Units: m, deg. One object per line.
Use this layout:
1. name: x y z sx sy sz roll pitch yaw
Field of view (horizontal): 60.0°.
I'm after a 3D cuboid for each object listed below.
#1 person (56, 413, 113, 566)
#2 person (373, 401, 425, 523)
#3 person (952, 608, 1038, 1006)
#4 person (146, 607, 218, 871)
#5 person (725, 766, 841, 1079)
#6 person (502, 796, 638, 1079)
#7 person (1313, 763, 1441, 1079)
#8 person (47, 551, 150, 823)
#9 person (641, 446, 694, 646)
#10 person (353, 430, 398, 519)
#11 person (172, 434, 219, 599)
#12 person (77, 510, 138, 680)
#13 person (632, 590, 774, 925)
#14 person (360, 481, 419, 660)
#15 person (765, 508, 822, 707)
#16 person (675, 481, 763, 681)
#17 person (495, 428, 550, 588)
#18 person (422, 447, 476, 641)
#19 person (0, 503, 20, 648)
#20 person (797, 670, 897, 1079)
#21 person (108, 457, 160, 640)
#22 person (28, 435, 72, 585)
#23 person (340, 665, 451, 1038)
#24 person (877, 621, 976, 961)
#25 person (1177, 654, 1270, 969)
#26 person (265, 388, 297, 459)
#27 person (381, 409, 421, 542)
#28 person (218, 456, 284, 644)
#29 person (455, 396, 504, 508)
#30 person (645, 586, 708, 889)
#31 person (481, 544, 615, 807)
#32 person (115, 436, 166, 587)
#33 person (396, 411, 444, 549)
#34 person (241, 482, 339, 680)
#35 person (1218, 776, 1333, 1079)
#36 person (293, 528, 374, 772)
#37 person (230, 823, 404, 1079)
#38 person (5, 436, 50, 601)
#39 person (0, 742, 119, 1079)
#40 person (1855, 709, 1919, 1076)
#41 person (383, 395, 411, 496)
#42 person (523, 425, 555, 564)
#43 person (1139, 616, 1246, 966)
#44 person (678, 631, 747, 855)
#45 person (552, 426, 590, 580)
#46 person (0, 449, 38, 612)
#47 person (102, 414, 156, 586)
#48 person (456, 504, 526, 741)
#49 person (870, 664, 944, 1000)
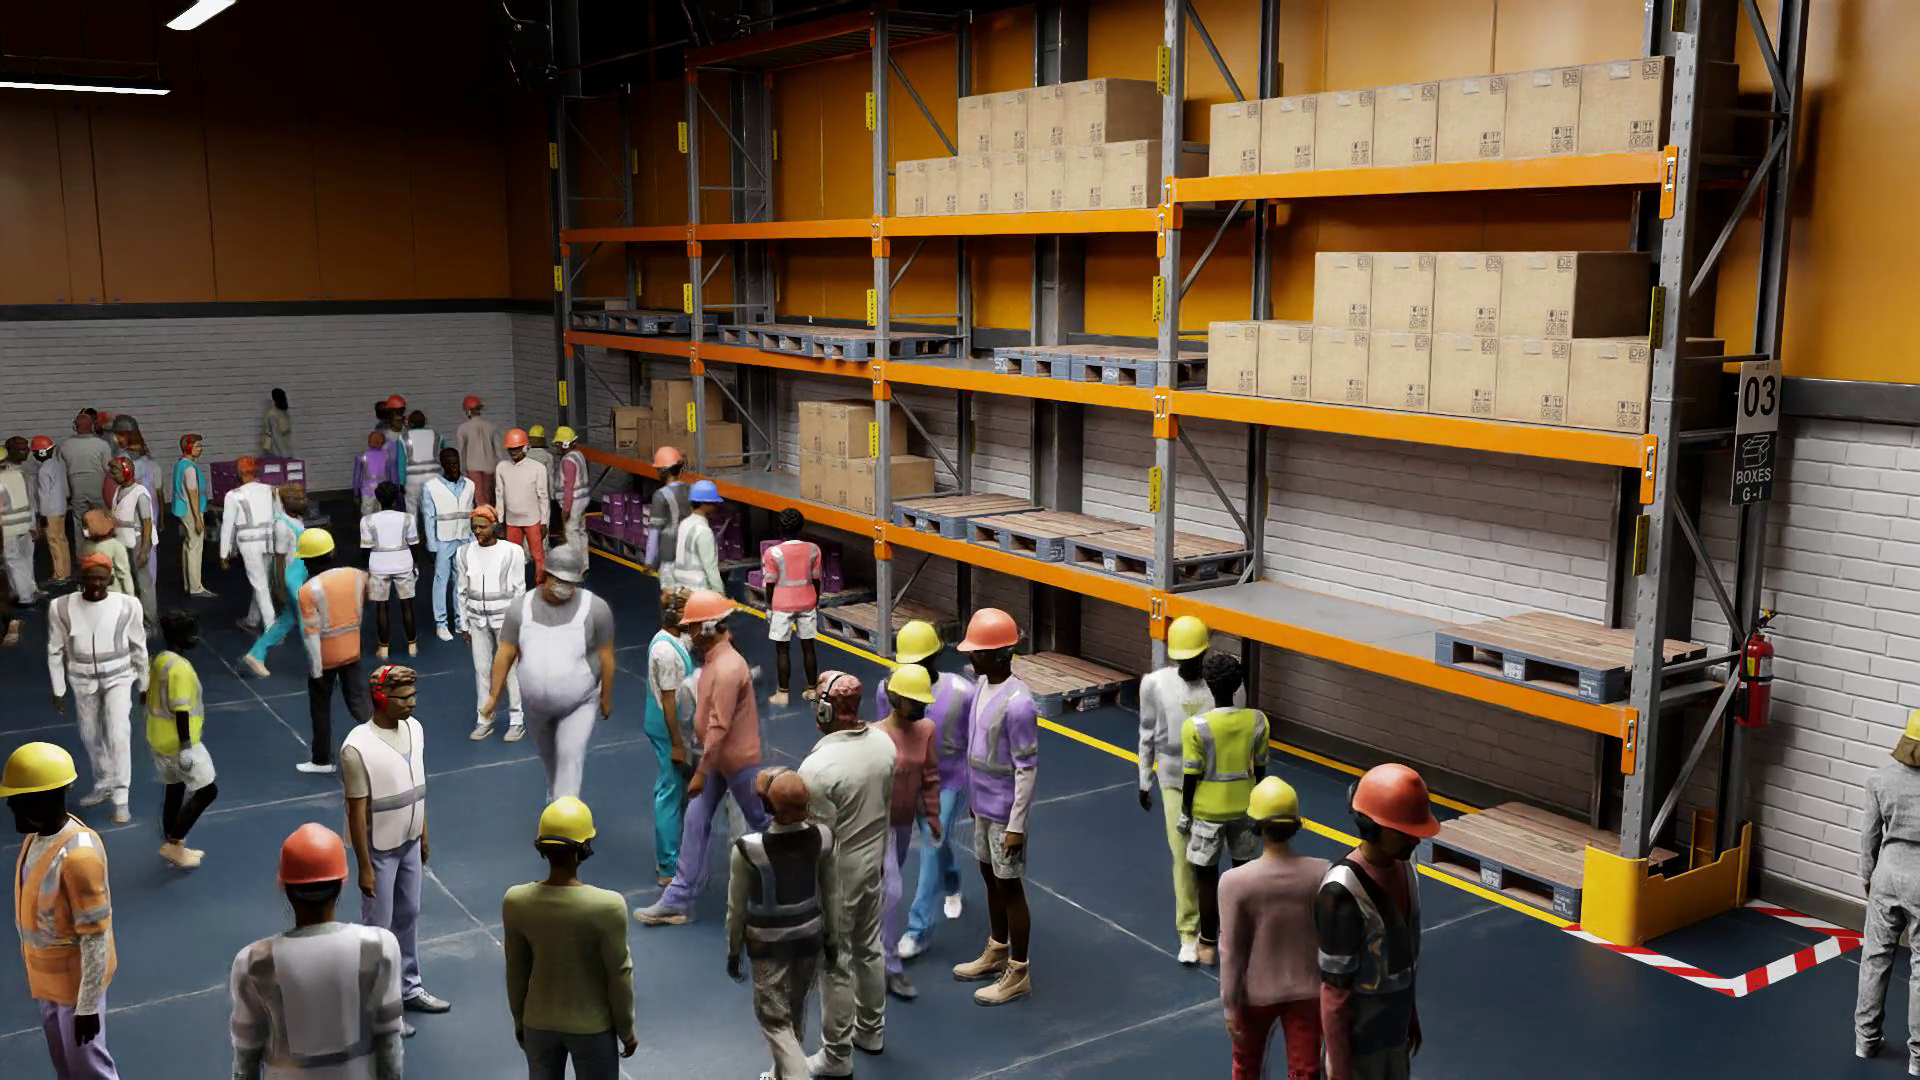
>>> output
1. person: -10.580 -0.587 20.246 0.650 1.911 0.409 -1 10 -7
2. person: -8.004 -1.087 23.638 1.026 1.775 0.687 4 10 21
3. person: 0.171 1.349 8.496 0.382 2.040 0.616 -3 10 -19
4. person: -4.787 1.235 10.195 0.346 1.680 0.606 -8 13 -40
5. person: -0.736 1.783 7.222 0.521 1.614 0.773 -7 12 -35
6. person: -1.491 1.848 6.407 0.527 1.760 0.333 2 10 14
7. person: 1.513 1.779 6.034 0.409 2.028 0.611 8 12 38
8. person: -5.848 0.967 11.353 0.594 1.852 0.707 -3 10 -17
9. person: -2.744 0.127 15.713 0.454 2.029 0.608 4 11 23
10. person: -7.378 -0.577 21.041 0.544 1.614 0.659 -5 11 -26
11. person: -8.574 -0.264 18.546 0.374 1.841 0.573 -7 12 -35
12. person: -7.547 0.536 14.608 0.513 1.584 0.825 4 10 23
13. person: -1.335 1.238 9.495 1.049 1.930 0.599 -4 10 -22
14. person: -5.385 0.287 15.739 0.540 1.695 0.317 -5 11 -27
15. person: -1.412 0.567 14.116 0.531 1.691 0.318 -5 11 -28
16. person: -2.176 0.437 14.310 0.991 1.892 0.625 -4 10 -22
17. person: -4.695 -0.211 17.839 0.612 1.985 0.421 3 10 16
18. person: -5.083 0.025 16.626 0.393 1.920 0.587 7 12 37
19. person: -9.438 0.133 15.970 0.773 1.932 0.632 5 11 25
20. person: -0.565 1.544 7.750 0.409 1.907 0.651 6 11 30
21. person: -8.204 0.081 16.542 0.564 1.836 0.388 8 12 38
22. person: -10.588 -0.348 19.336 0.348 1.743 0.554 -2 10 -11
23. person: -2.809 1.508 8.172 0.395 1.836 0.563 3 10 15
24. person: -0.142 1.323 9.248 0.592 1.853 1.034 4 10 23
25. person: 1.409 1.446 8.927 0.539 1.698 0.318 -4 10 -21
26. person: -10.050 -1.327 24.734 0.543 1.868 0.684 1 10 6
27. person: -7.601 -0.887 22.376 0.536 1.801 0.955 -9 13 -42
28. person: -7.023 0.086 16.504 0.962 1.832 0.666 6 12 33
29. person: -6.486 -0.979 22.495 0.634 1.942 1.005 -7 12 -36
30. person: -1.729 1.183 10.073 0.350 1.838 0.506 -2 10 -9
31. person: -2.639 0.988 10.617 0.778 2.000 0.992 1 10 6
32. person: -9.223 -0.285 18.749 0.517 1.824 0.657 -3 10 -15
33. person: -7.091 -0.794 21.797 0.627 1.792 0.936 -6 11 -31
34. person: -6.026 0.373 14.916 0.910 1.818 0.515 -1 10 -7
35. person: 1.283 1.823 6.675 0.509 1.720 0.923 -1 10 -4
36. person: -4.530 0.829 12.061 0.849 1.879 0.601 6 11 32
37. person: -2.142 1.918 5.613 0.553 1.898 0.965 -5 11 -25
38. person: -10.391 -0.232 18.389 0.342 1.840 0.507 0 10 3
39. person: -3.549 1.732 6.584 0.594 1.926 0.366 9 13 44
40. person: 4.465 1.621 7.775 0.297 1.744 0.487 -7 12 -37
41. person: -7.625 -1.012 22.670 0.378 1.933 0.550 -2 10 -13
42. person: -5.238 -0.560 20.617 0.490 1.731 0.324 1 10 6
43. person: 1.289 1.322 9.207 0.609 1.873 0.969 1 10 5
44. person: -1.548 1.289 10.187 0.538 1.587 0.893 -8 13 -40
45. person: -4.584 -0.441 19.662 0.412 1.820 0.599 0 10 -3
46. person: -10.217 -0.113 17.775 0.595 1.800 0.606 2 10 12
47. person: -9.416 -0.416 18.860 0.536 2.000 0.688 -3 10 -18
48. person: -3.680 0.656 13.081 0.564 1.873 0.359 1 10 8
49. person: -0.327 1.482 8.611 0.719 1.731 0.536 9 13 41
